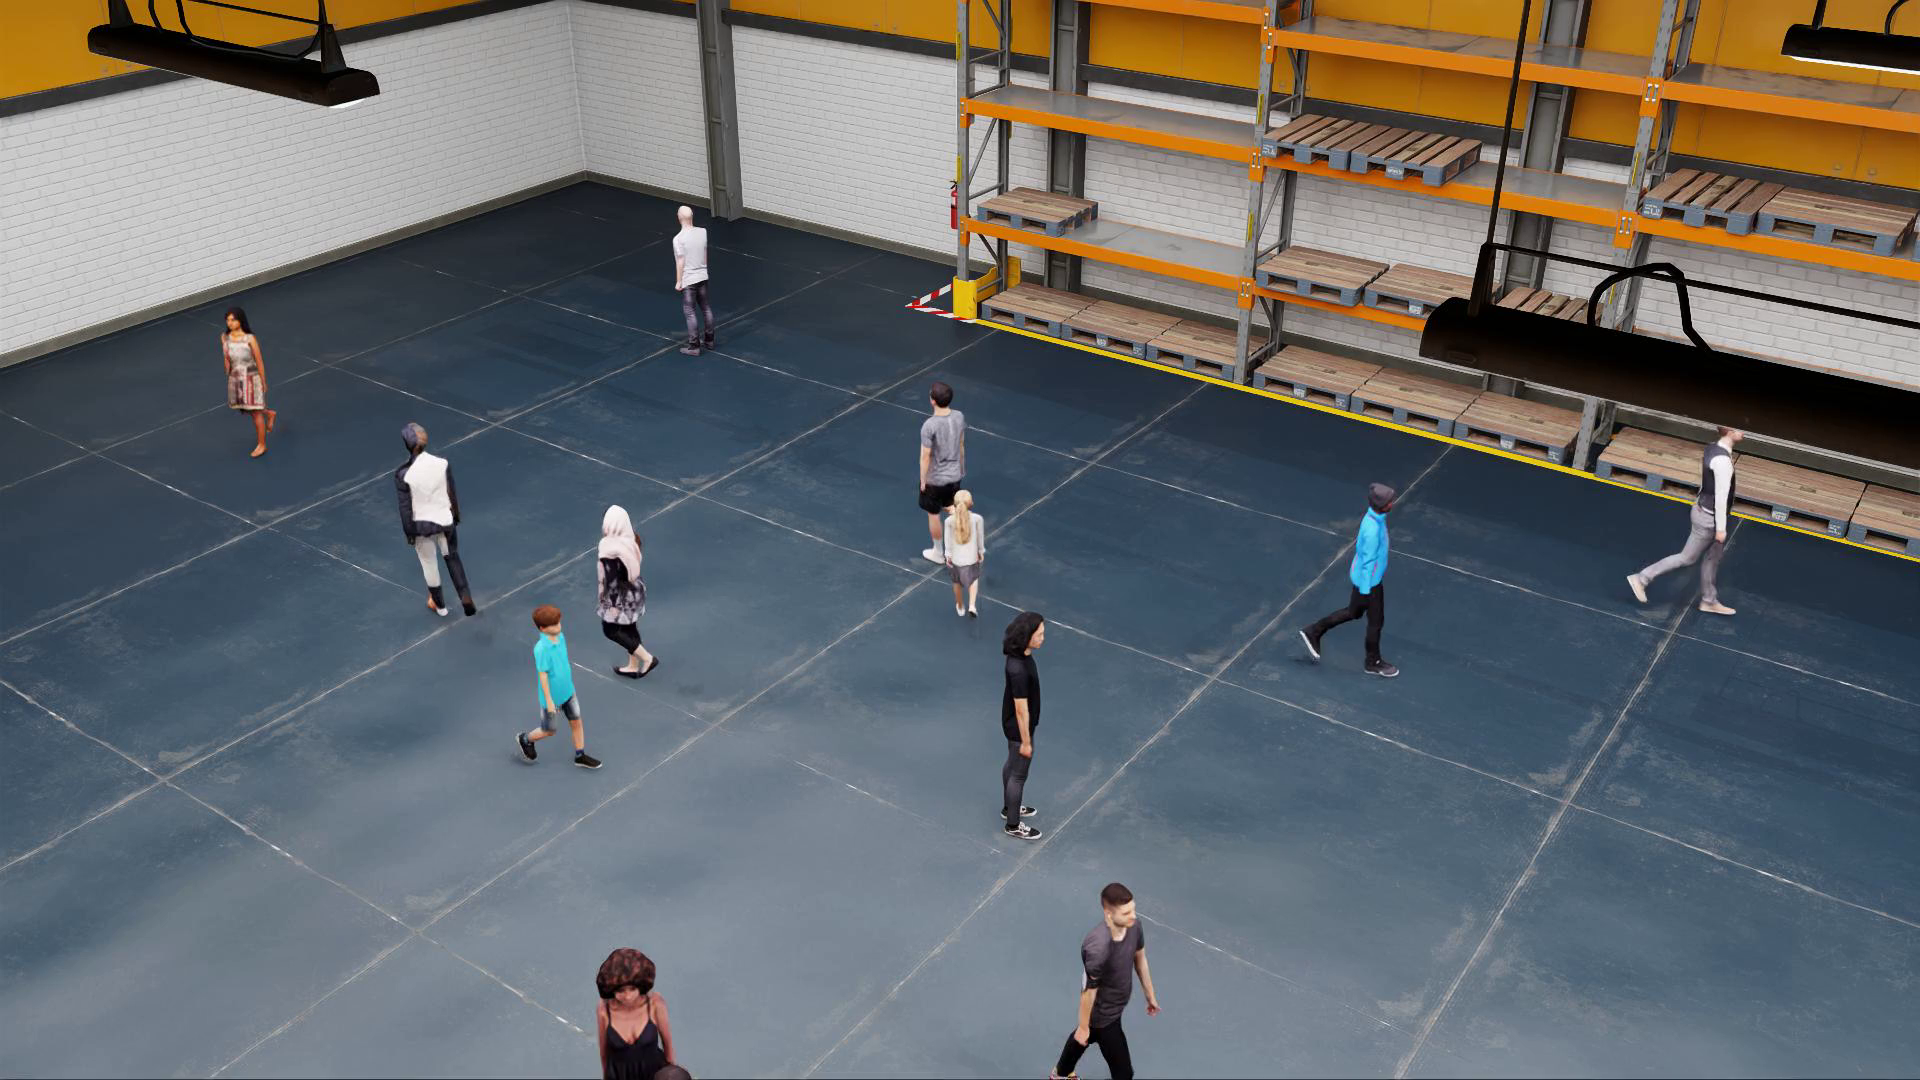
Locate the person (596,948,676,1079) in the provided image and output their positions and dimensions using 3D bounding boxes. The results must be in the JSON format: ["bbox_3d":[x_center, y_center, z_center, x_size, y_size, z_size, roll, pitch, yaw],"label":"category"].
[{"bbox_3d":[-1.765,2.900,9.131,0.935,1.767,1.025,-6,29,-11],"label":"person"}]

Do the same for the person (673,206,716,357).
[{"bbox_3d":[-3.228,-3.149,20.150,0.595,1.834,0.662,21,35,33],"label":"person"}]

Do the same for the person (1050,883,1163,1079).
[{"bbox_3d":[0.788,2.667,9.614,1.126,1.713,0.652,19,34,31],"label":"person"}]

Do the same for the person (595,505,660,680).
[{"bbox_3d":[-2.698,0.468,13.735,0.815,1.627,0.735,9,30,16],"label":"person"}]

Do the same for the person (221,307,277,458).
[{"bbox_3d":[-7.573,-1.739,17.774,0.890,1.634,0.875,6,29,12],"label":"person"}]

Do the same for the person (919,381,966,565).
[{"bbox_3d":[-0.101,-0.566,15.395,0.823,1.854,0.962,-20,34,-32],"label":"person"}]

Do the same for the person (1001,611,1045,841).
[{"bbox_3d":[0.425,1.307,11.985,0.735,1.831,0.711,-1,29,-2],"label":"person"}]

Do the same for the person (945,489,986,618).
[{"bbox_3d":[0.047,0.150,14.691,0.694,1.270,0.743,-1,29,-2],"label":"person"}]

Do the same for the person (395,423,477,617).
[{"bbox_3d":[-4.572,-0.114,14.537,0.877,1.883,1.053,-19,34,-31],"label":"person"}]

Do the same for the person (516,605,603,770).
[{"bbox_3d":[-3.148,1.136,12.716,0.916,1.431,0.608,13,31,22],"label":"person"}]

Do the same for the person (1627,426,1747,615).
[{"bbox_3d":[6.512,-0.213,14.693,1.240,1.905,0.825,11,31,20],"label":"person"}]

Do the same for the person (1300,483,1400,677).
[{"bbox_3d":[3.291,0.327,13.841,1.164,1.774,0.890,6,29,12],"label":"person"}]
